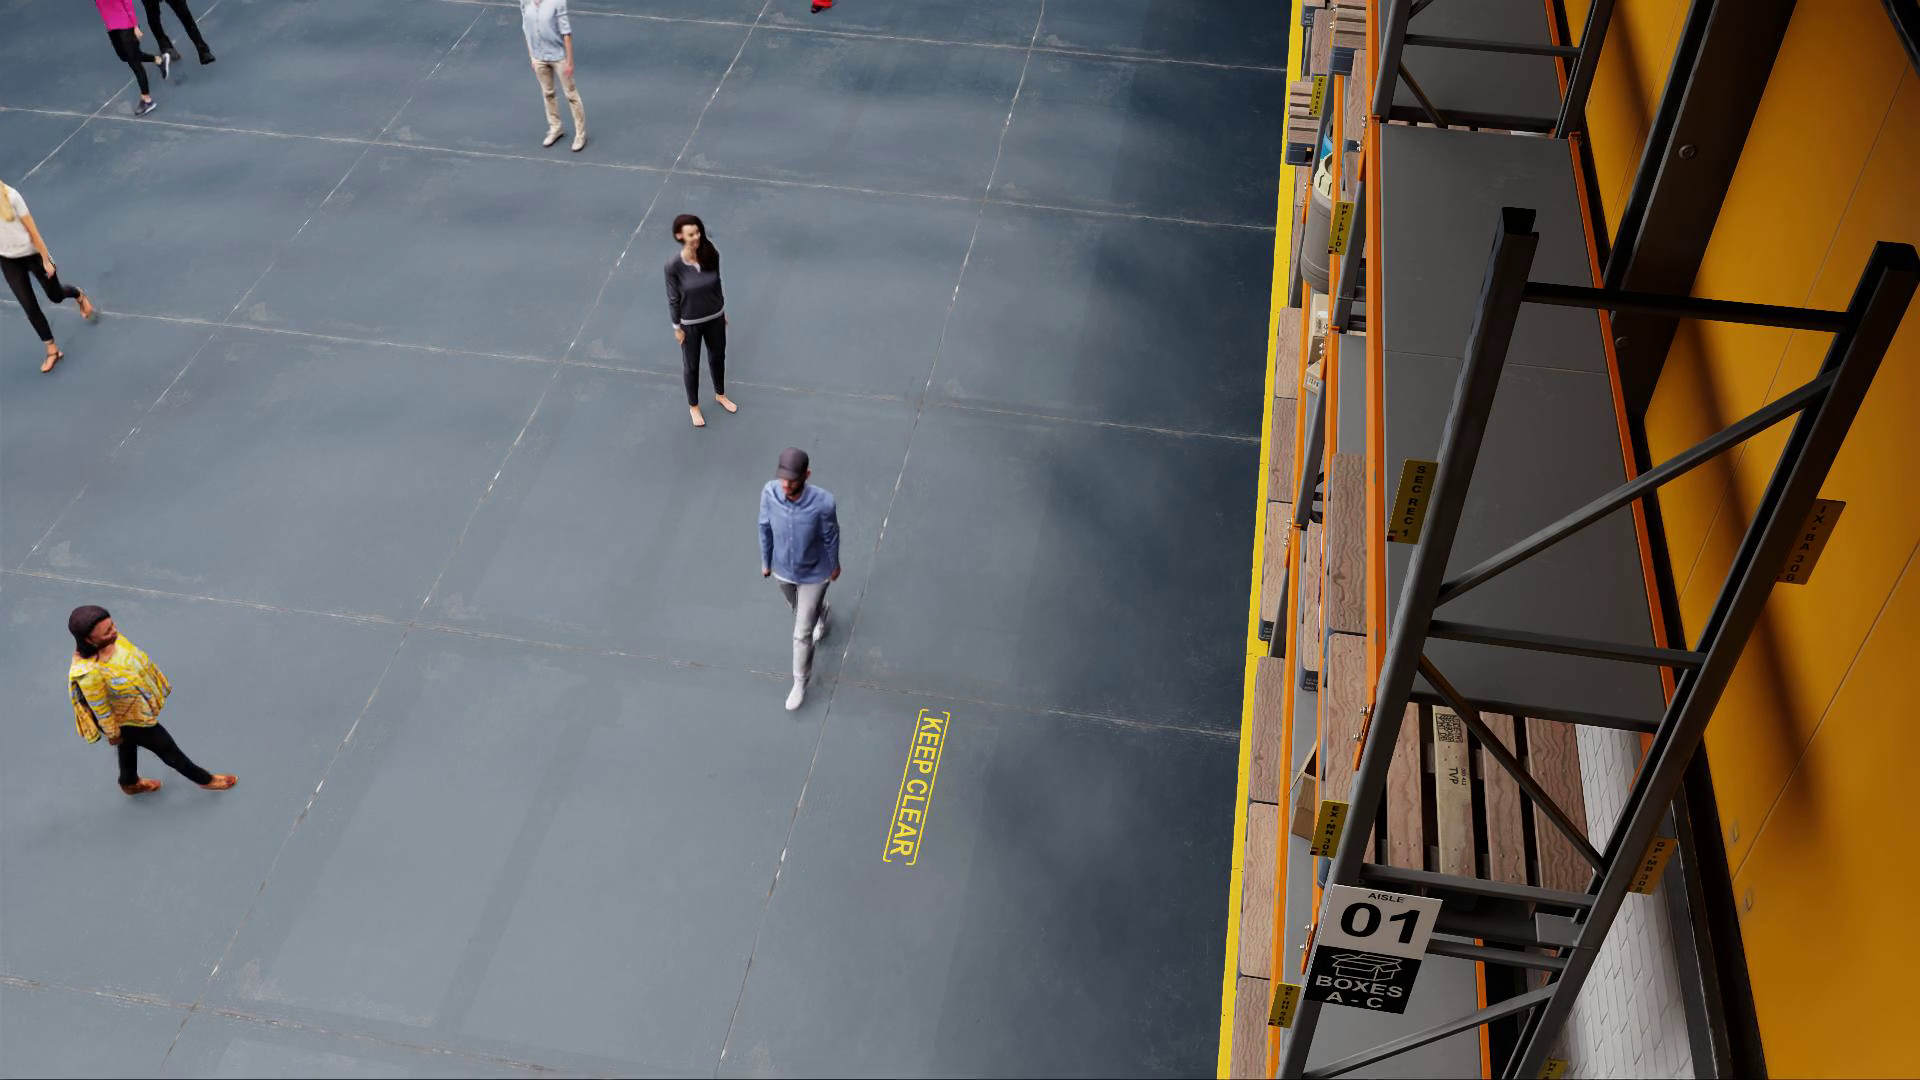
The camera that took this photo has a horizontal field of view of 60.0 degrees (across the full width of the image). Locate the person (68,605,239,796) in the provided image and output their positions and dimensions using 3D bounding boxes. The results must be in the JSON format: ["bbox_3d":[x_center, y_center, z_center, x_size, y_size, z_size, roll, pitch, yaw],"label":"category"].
[{"bbox_3d":[-5.019,1.004,9.834,0.980,1.624,1.013,-10,45,-11],"label":"person"}]

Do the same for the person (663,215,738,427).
[{"bbox_3d":[-1.971,-1.679,12.545,0.682,1.770,0.748,-27,50,-26],"label":"person"}]

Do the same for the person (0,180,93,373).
[{"bbox_3d":[-7.347,-2.268,13.137,0.763,1.806,1.098,-1,44,-1],"label":"person"}]

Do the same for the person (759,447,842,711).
[{"bbox_3d":[-0.993,0.116,10.594,0.760,1.861,1.175,13,45,13],"label":"person"}]

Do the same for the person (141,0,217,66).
[{"bbox_3d":[-8.136,-5.611,16.704,1.038,1.725,1.097,30,51,28],"label":"person"}]

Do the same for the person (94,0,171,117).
[{"bbox_3d":[-8.056,-5.013,16.114,0.694,1.683,0.980,14,45,15],"label":"person"}]

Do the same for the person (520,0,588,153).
[{"bbox_3d":[-3.795,-4.530,15.481,0.661,1.847,0.565,11,45,11],"label":"person"}]
